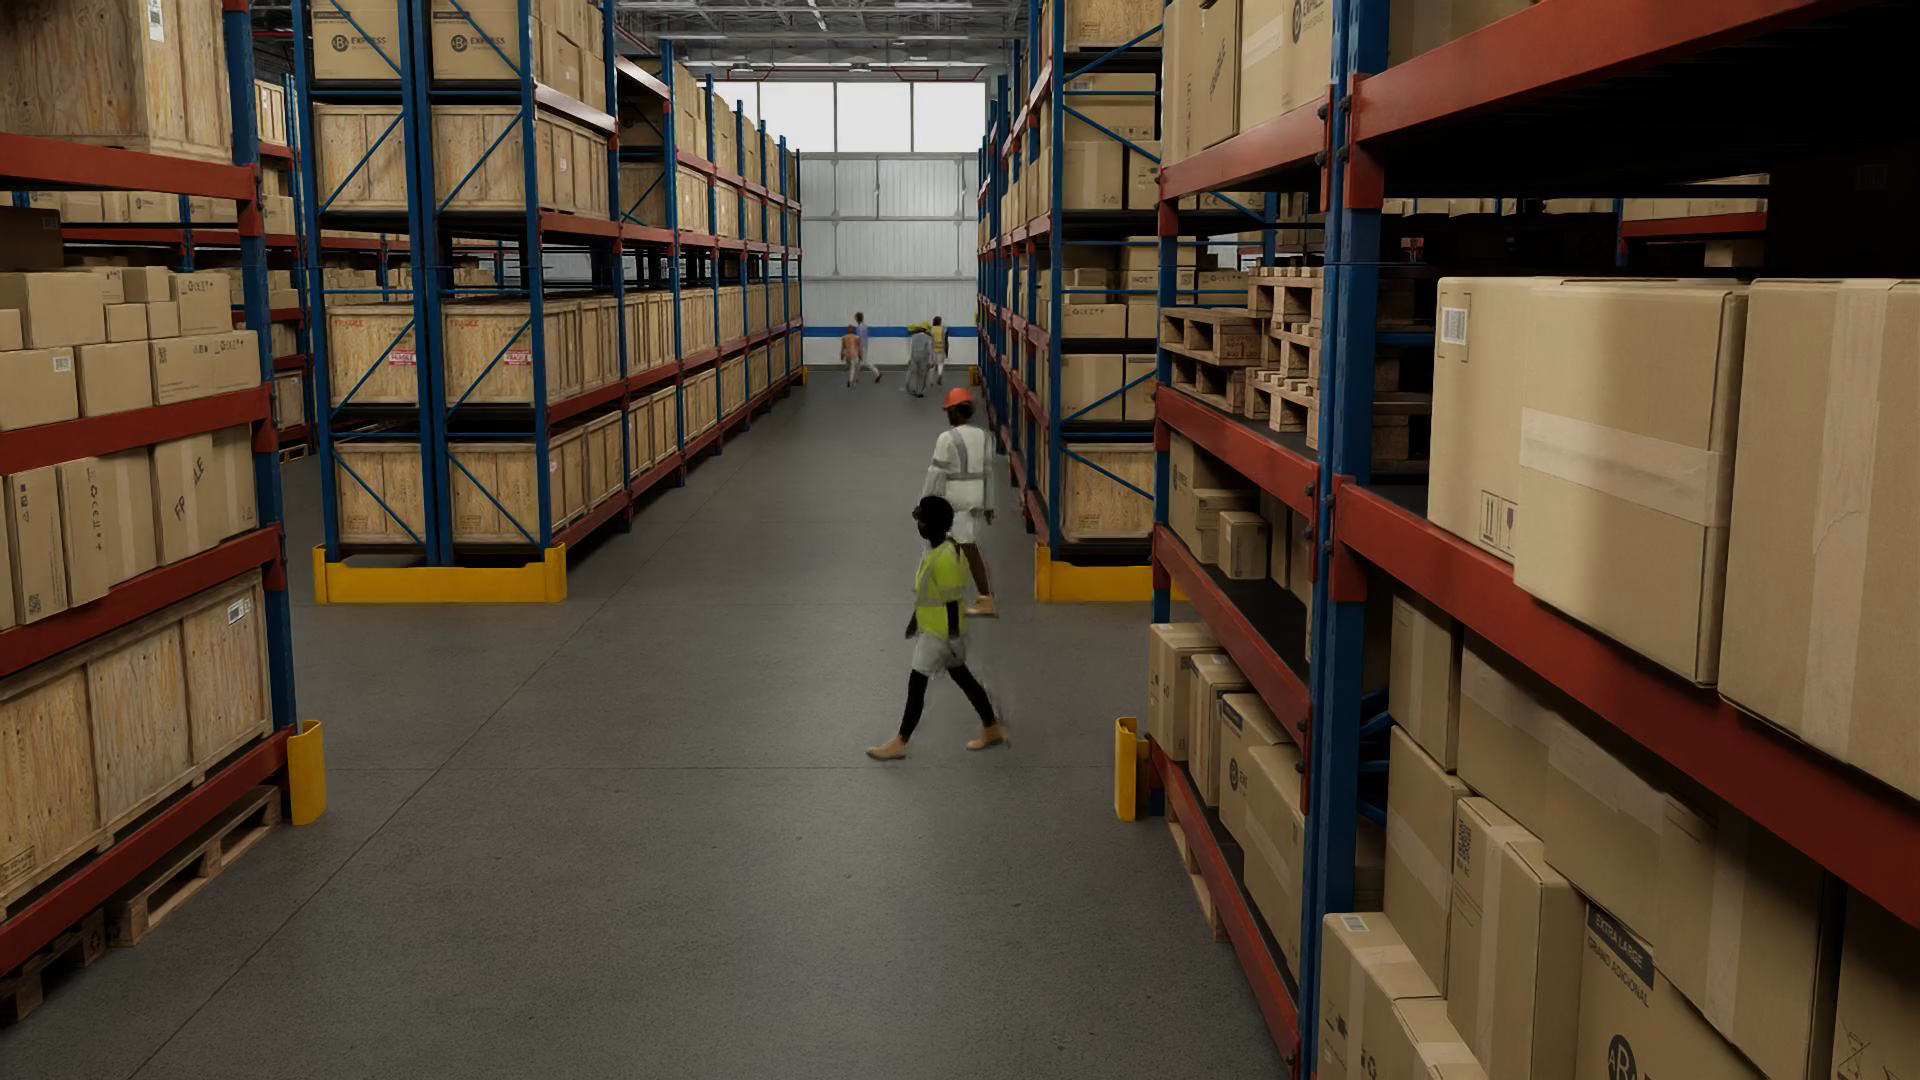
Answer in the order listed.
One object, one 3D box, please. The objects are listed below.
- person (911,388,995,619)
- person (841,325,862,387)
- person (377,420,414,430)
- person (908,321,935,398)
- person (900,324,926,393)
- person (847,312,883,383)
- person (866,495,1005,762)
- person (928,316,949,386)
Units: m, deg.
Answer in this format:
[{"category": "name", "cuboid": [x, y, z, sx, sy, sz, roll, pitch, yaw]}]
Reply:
[{"category": "person", "cuboid": [-0.069, -0.331, 14.613, 1.036, 1.987, 0.631, 6, 11, 35]}, {"category": "person", "cuboid": [-2.800, -4.703, 42.619, 0.542, 1.603, 0.761, 2, 10, 13]}, {"category": "person", "cuboid": [-7.634, -1.592, 22.750, 0.667, 1.853, 1.019, -1, 9, -8]}, {"category": "person", "cuboid": [-0.871, -4.253, 39.213, 0.628, 1.809, 0.552, 6, 11, 33]}, {"category": "person", "cuboid": [-1.106, -4.439, 40.733, 0.505, 1.676, 0.930, 6, 11, 34]}, {"category": "person", "cuboid": [-2.521, -5.094, 44.112, 0.913, 1.907, 0.637, 0, 9, -2]}, {"category": "person", "cuboid": [-0.114, 0.539, 10.312, 0.885, 1.653, 0.535, -1, 9, -5]}, {"category": "person", "cuboid": [-0.626, -4.871, 42.990, 0.674, 1.810, 0.472, 0, 9, -2]}]
